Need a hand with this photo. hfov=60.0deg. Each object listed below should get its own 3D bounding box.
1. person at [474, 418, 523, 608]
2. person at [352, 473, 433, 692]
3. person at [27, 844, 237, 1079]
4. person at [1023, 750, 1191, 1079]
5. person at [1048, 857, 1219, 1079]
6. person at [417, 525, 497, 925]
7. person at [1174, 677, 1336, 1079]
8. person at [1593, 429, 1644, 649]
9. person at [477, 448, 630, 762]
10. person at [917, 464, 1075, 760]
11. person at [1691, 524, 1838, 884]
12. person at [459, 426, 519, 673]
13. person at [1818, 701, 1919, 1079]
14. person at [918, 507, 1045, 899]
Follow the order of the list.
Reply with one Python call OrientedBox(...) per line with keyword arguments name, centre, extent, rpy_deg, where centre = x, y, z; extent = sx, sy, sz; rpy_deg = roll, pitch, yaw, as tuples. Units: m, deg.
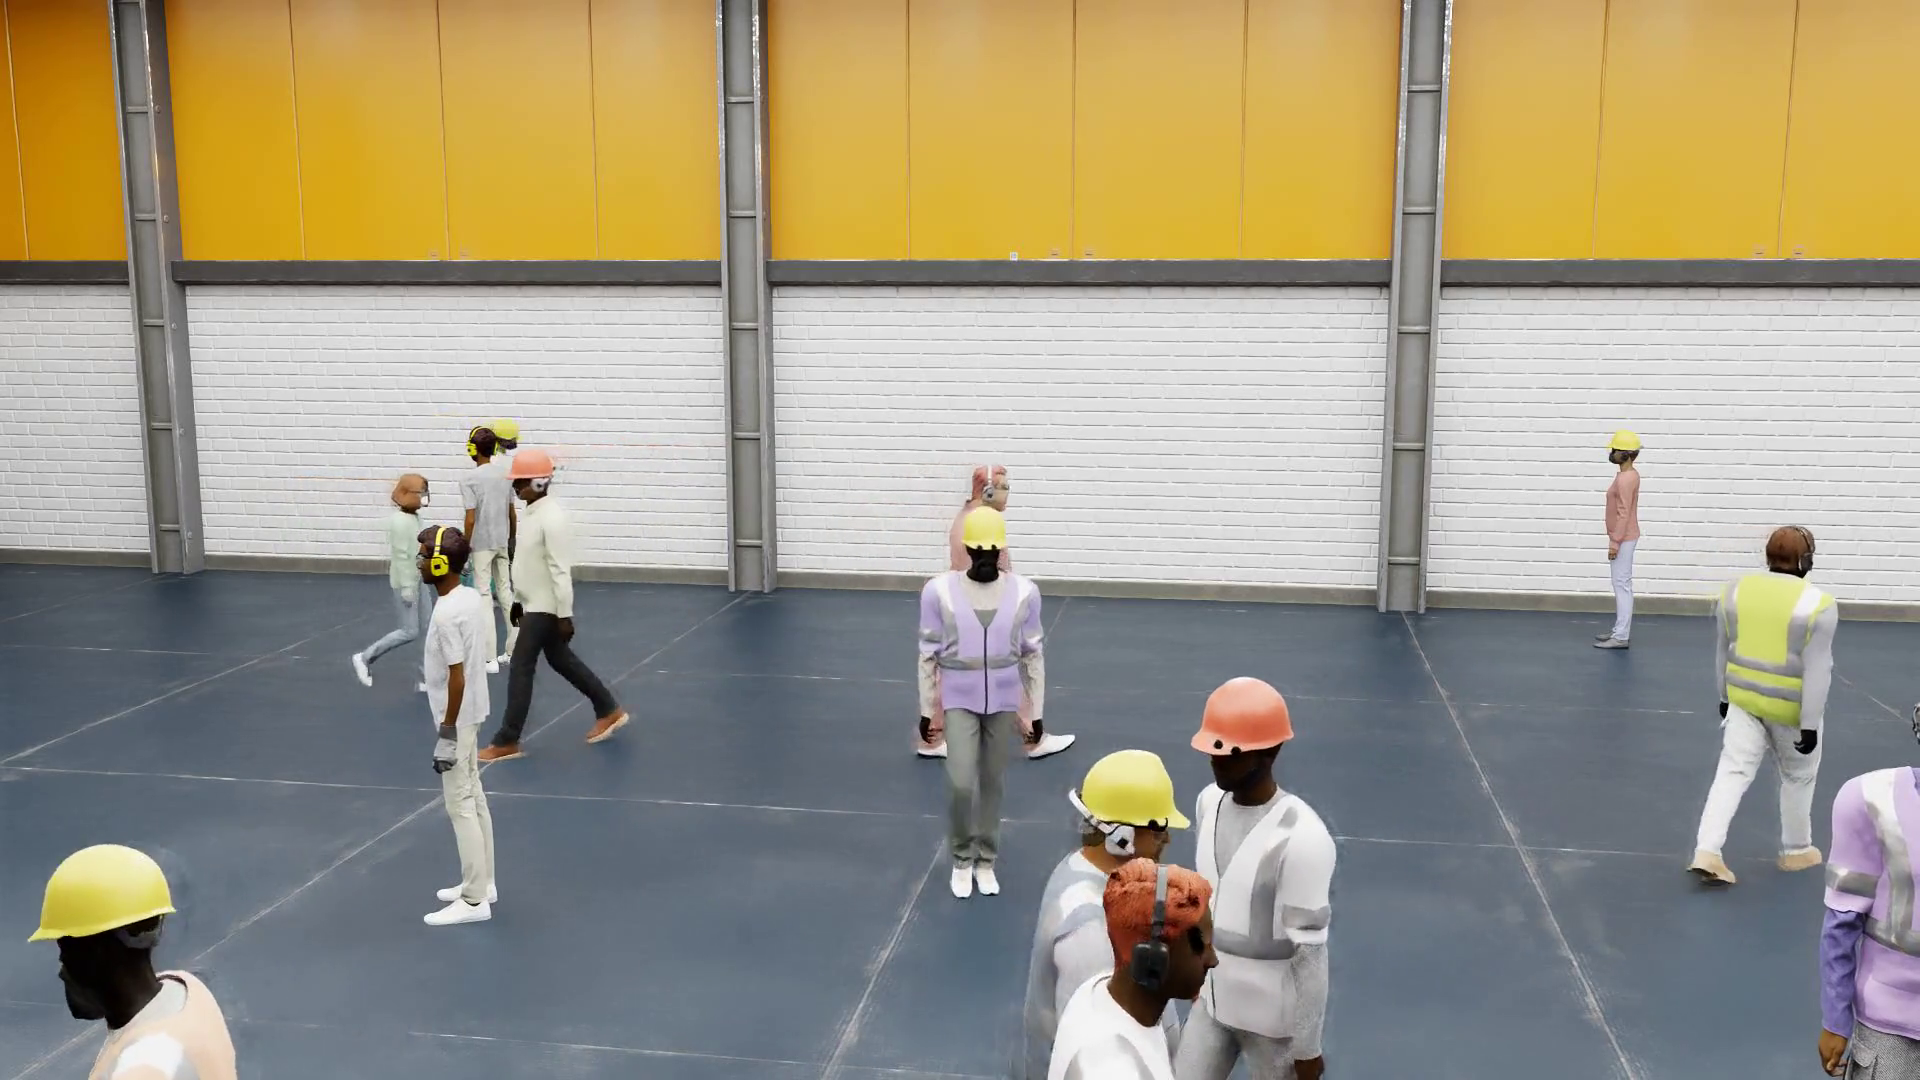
OrientedBox(name="person", centre=(-4.159, -0.236, 14.909), extent=(0.540, 1.726, 0.540), rpy_deg=(-2, 9, -13))
OrientedBox(name="person", centre=(-3.988, 0.322, 11.848), extent=(0.600, 1.613, 0.491), rpy_deg=(0, 9, 3))
OrientedBox(name="person", centre=(-1.604, 1.547, 3.499), extent=(0.981, 1.873, 0.626), rpy_deg=(-3, 10, -17))
OrientedBox(name="person", centre=(0.377, 1.437, 4.339), extent=(0.424, 1.810, 0.602), rpy_deg=(1, 9, 4))
OrientedBox(name="person", centre=(0.418, 1.558, 3.443), extent=(0.802, 1.854, 0.597), rpy_deg=(0, 9, 1))
OrientedBox(name="person", centre=(-2.361, 0.855, 7.748), extent=(0.314, 1.869, 0.537), rpy_deg=(-1, 9, -5))
OrientedBox(name="person", centre=(0.888, 1.312, 4.839), extent=(0.909, 1.907, 0.553), rpy_deg=(-6, 11, -31))
OrientedBox(name="person", centre=(5.302, -0.006, 13.372), extent=(0.307, 1.772, 0.525), rpy_deg=(4, 10, 25))
OrientedBox(name="person", centre=(-2.576, 0.383, 10.438), extent=(1.017, 1.956, 0.626), rpy_deg=(-4, 10, -25))
OrientedBox(name="person", centre=(0.188, 0.456, 10.239), extent=(0.983, 1.853, 0.660), rpy_deg=(-2, 9, -11))
OrientedBox(name="person", centre=(3.986, 0.816, 8.236), extent=(0.946, 1.803, 0.626), rpy_deg=(-6, 11, -34))
OrientedBox(name="person", centre=(-3.569, 0.072, 12.580), extent=(0.310, 1.868, 0.534), rpy_deg=(6, 11, 34))
OrientedBox(name="person", centre=(2.657, 1.295, 4.504), extent=(0.608, 2.044, 0.370), rpy_deg=(2, 9, 12))
OrientedBox(name="person", centre=(0.118, 0.792, 7.988), extent=(0.611, 1.912, 0.500), rpy_deg=(-2, 9, -11))
